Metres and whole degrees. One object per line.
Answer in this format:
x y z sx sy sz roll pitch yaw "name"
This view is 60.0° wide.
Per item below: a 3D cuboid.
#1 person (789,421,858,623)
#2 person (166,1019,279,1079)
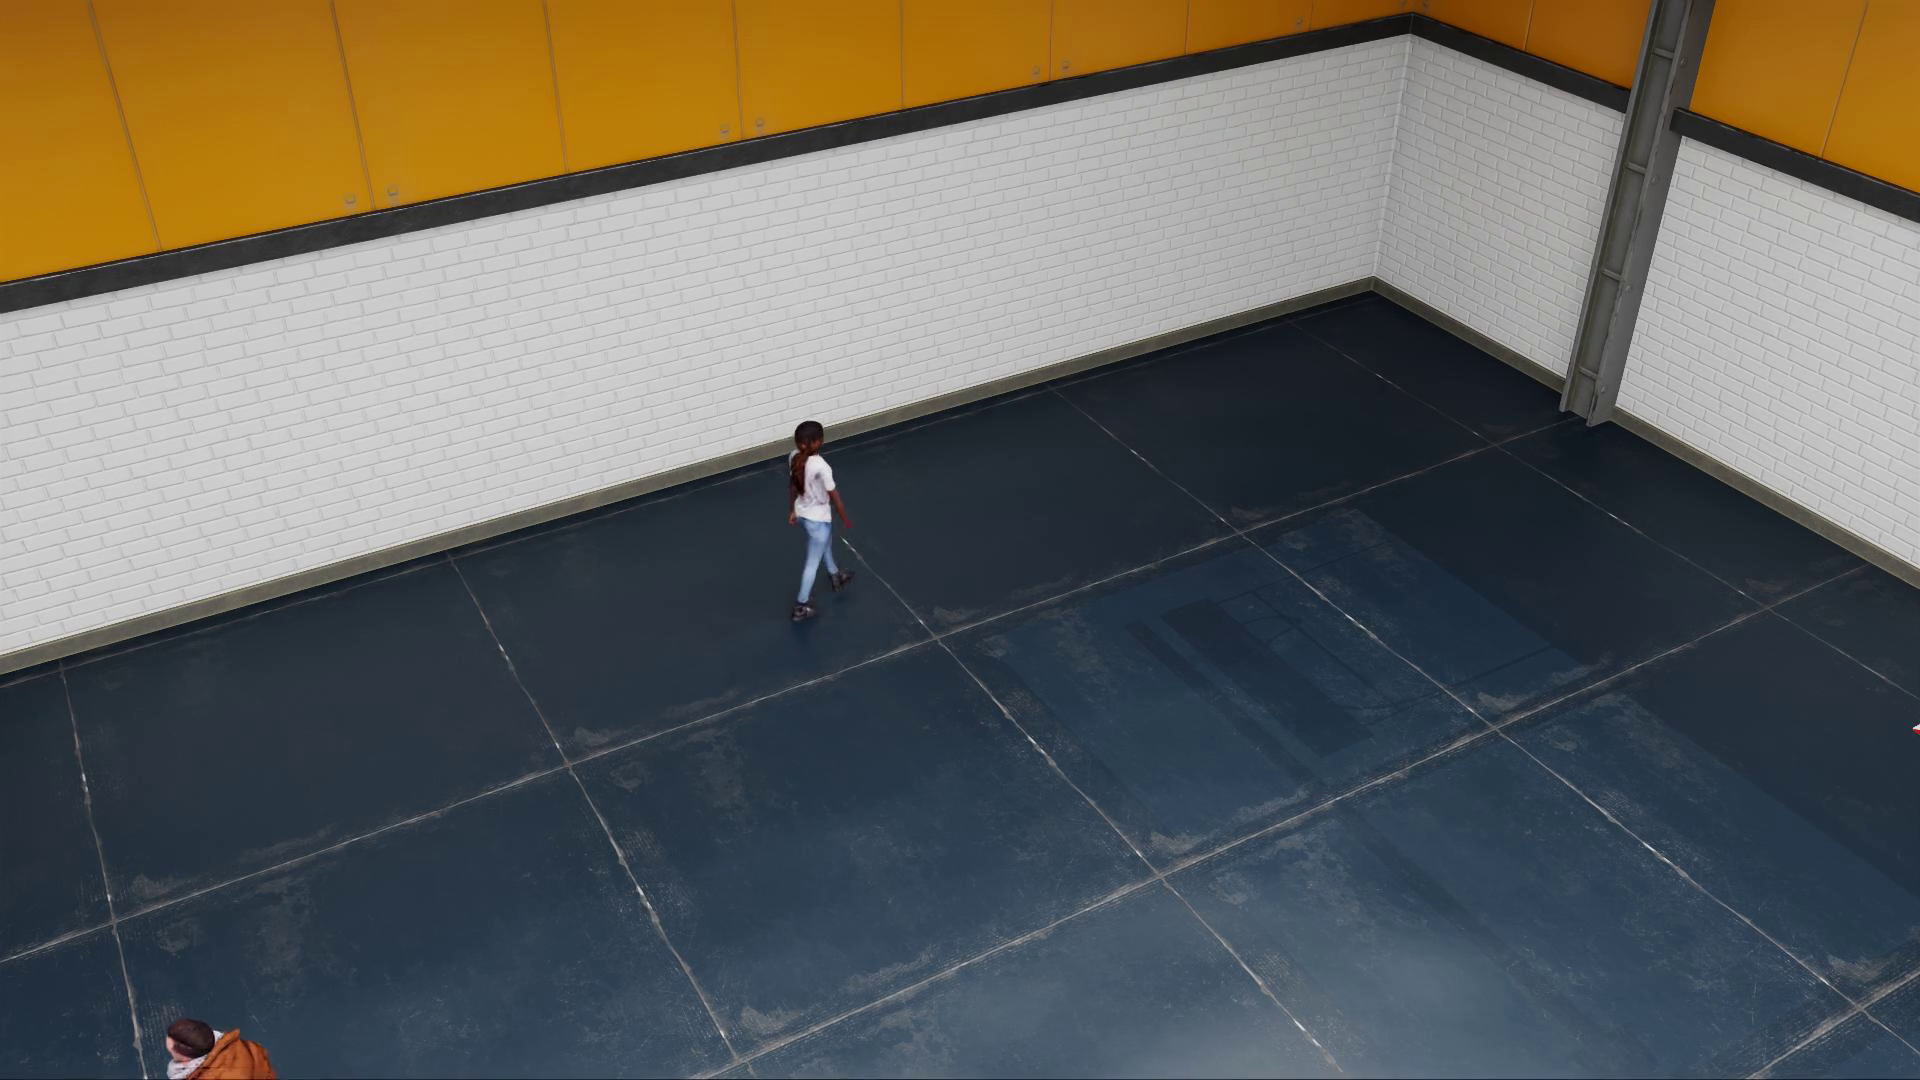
-1.189 -0.113 12.867 0.769 1.693 0.949 -24 41 -32 "person"
-3.437 3.004 8.082 1.250 1.798 1.065 19 38 26 "person"
